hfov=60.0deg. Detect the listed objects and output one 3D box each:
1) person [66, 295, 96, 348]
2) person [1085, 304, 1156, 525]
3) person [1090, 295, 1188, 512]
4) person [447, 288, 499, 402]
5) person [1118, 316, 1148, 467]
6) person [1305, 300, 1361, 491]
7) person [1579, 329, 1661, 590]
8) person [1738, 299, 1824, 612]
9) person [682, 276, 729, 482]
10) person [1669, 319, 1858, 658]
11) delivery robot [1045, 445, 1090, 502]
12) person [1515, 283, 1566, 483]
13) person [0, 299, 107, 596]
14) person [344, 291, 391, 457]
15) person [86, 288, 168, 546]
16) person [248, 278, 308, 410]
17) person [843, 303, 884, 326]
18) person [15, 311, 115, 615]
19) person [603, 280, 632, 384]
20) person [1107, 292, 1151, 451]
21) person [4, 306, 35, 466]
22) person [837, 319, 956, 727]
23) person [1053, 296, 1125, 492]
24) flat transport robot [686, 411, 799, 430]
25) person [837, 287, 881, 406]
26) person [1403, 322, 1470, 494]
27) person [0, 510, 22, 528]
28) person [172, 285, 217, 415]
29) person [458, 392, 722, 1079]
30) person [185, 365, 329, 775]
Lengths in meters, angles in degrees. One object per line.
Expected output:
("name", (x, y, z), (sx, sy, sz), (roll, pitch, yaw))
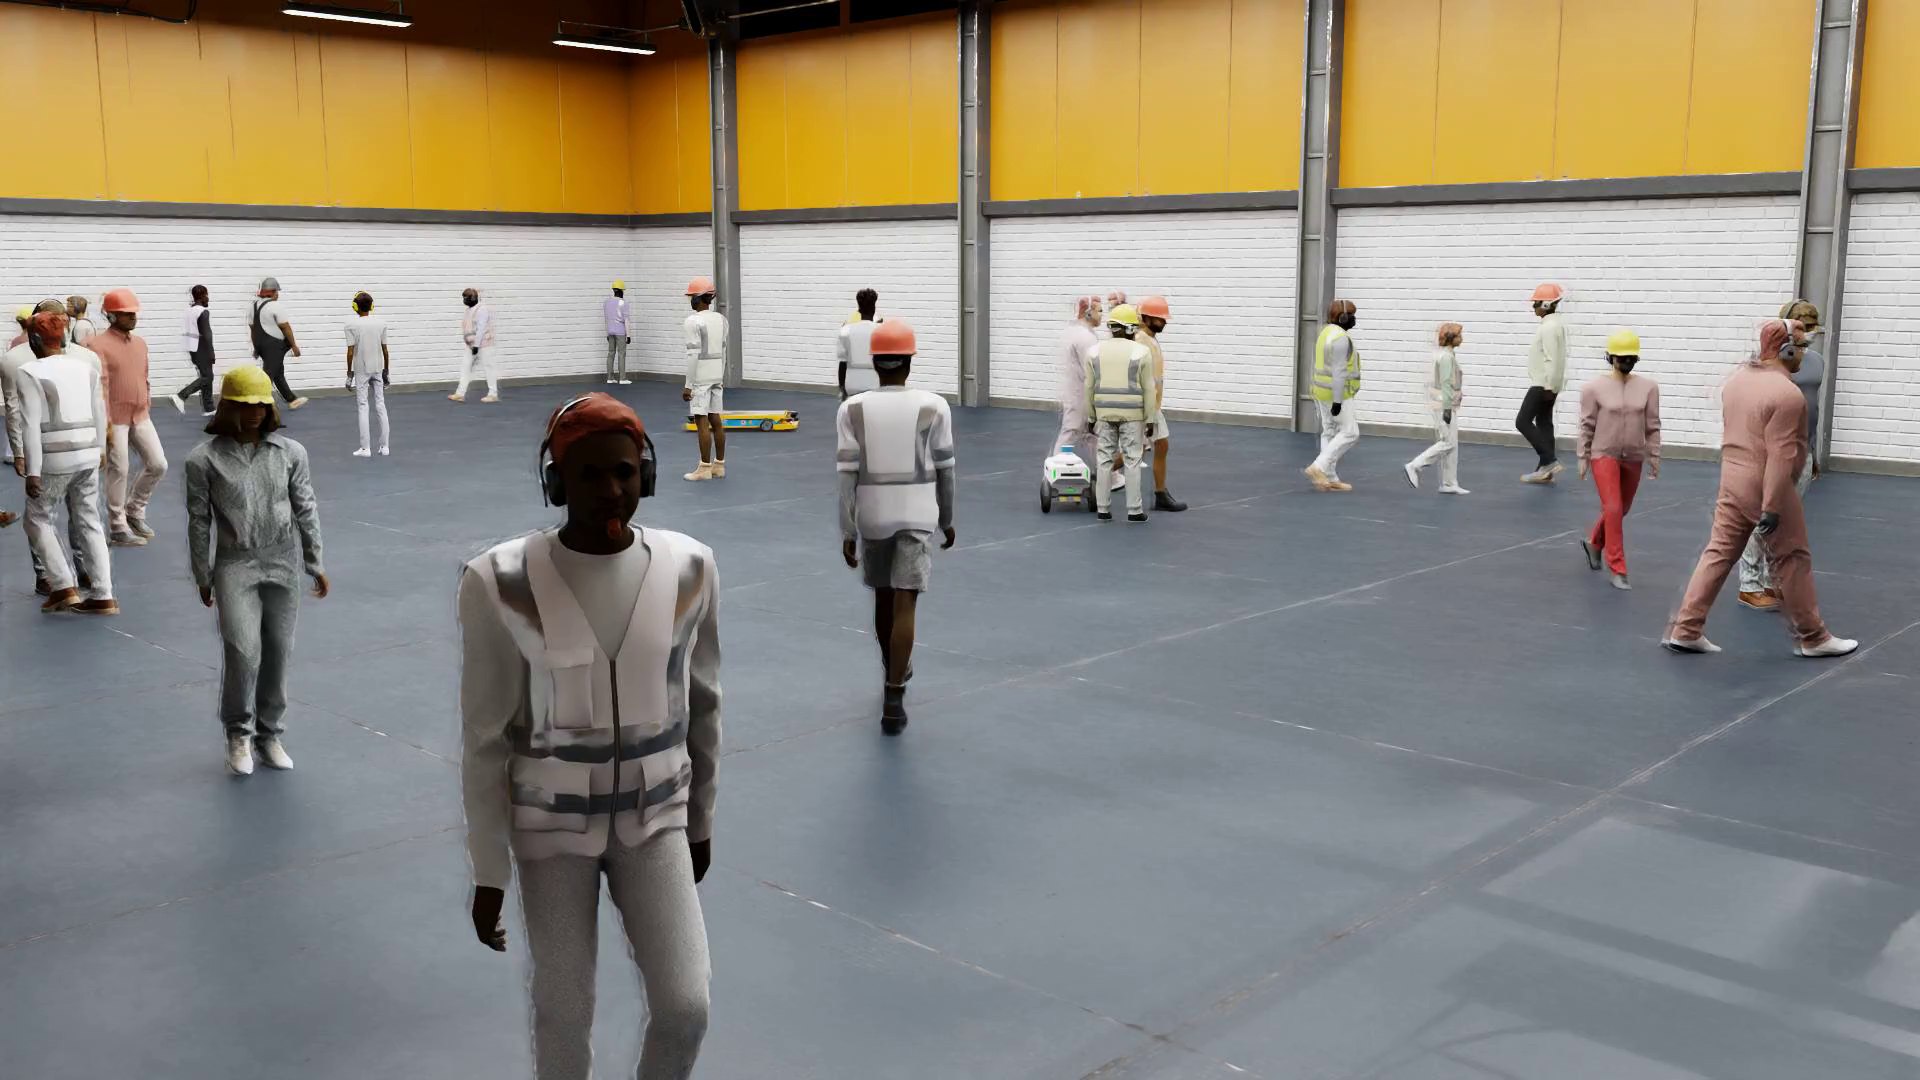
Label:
("person", (-10.828, -2.140, 20.681), (0.956, 1.807, 0.518), (-5, 10, -28))
("person", (1.339, -1.038, 13.819), (0.599, 1.828, 0.404), (4, 10, 23))
("person", (1.543, -1.184, 14.517), (0.849, 1.906, 0.549), (4, 10, 21))
("person", (-7.752, -3.076, 26.391), (0.641, 1.802, 0.867), (9, 13, 43))
("person", (1.864, -1.604, 17.936), (0.517, 1.616, 0.534), (-7, 12, -38))
("person", (3.567, -1.355, 15.769), (0.449, 1.832, 0.627), (-1, 9, -4))
("person", (4.451, -0.575, 11.318), (0.531, 1.734, 0.863), (0, 9, -1))
("person", (5.138, -0.530, 10.380), (0.630, 1.938, 0.373), (-5, 11, -28))
("person", (-2.568, -1.601, 16.625), (0.376, 2.043, 0.609), (4, 10, 26))
("person", (4.383, -0.268, 9.037), (0.984, 1.856, 0.644), (-1, 9, -8))
("delivery robot", (0.944, -0.592, 14.687), (0.477, 0.478, 0.707), (0, 10, -3))
("person", (5.738, -1.538, 16.420), (0.440, 1.976, 0.625), (5, 11, 29))
("person", (-5.880, -0.601, 10.854), (0.368, 1.932, 0.623), (8, 12, 41))
("person", (-6.711, -1.879, 18.840), (0.509, 1.876, 0.328), (-8, 12, -42))
("person", (-6.375, -0.929, 12.717), (0.439, 1.979, 0.627), (3, 10, 18))
("person", (-10.108, -2.911, 24.660), (0.698, 2.000, 1.016), (7, 12, 37))
("person", (-1.287, -2.345, 21.879), (0.627, 1.814, 0.832), (6, 11, 34))
("person", (-5.457, -0.448, 10.106), (0.527, 1.861, 0.660), (3, 10, 19))
("person", (-6.304, -3.829, 30.683), (0.582, 1.918, 0.405), (5, 11, 28))
("person", (1.875, -1.951, 19.339), (0.787, 1.856, 0.722), (4, 10, 23))
("person", (-10.061, -1.670, 18.056), (0.524, 1.717, 0.926), (6, 11, 31))
("person", (-0.300, -0.099, 7.919), (0.546, 1.888, 1.013), (1, 9, 7))
("person", (1.243, -1.336, 15.541), (0.960, 1.859, 0.670), (0, 9, -1))
("flat transport robot", (-2.855, -1.581, 21.918), (1.431, 0.197, 0.652), (-1, 9, -4))
("person", (-0.922, -1.505, 16.350), (0.608, 1.944, 0.805), (2, 9, 11))
("person", (4.522, -1.231, 15.613), (0.531, 1.625, 0.526), (3, 10, 19))
("person", (-8.018, -0.996, 13.351), (0.975, 1.892, 0.655), (0, 9, -3))
("person", (-10.983, -2.712, 23.888), (0.702, 1.895, 0.608), (-8, 12, -41))
("person", (-0.757, 0.627, 3.513), (0.586, 1.870, 0.446), (-5, 10, -26))
("person", (-2.937, 0.131, 6.966), (0.489, 1.726, 0.394), (-9, 13, -42))
